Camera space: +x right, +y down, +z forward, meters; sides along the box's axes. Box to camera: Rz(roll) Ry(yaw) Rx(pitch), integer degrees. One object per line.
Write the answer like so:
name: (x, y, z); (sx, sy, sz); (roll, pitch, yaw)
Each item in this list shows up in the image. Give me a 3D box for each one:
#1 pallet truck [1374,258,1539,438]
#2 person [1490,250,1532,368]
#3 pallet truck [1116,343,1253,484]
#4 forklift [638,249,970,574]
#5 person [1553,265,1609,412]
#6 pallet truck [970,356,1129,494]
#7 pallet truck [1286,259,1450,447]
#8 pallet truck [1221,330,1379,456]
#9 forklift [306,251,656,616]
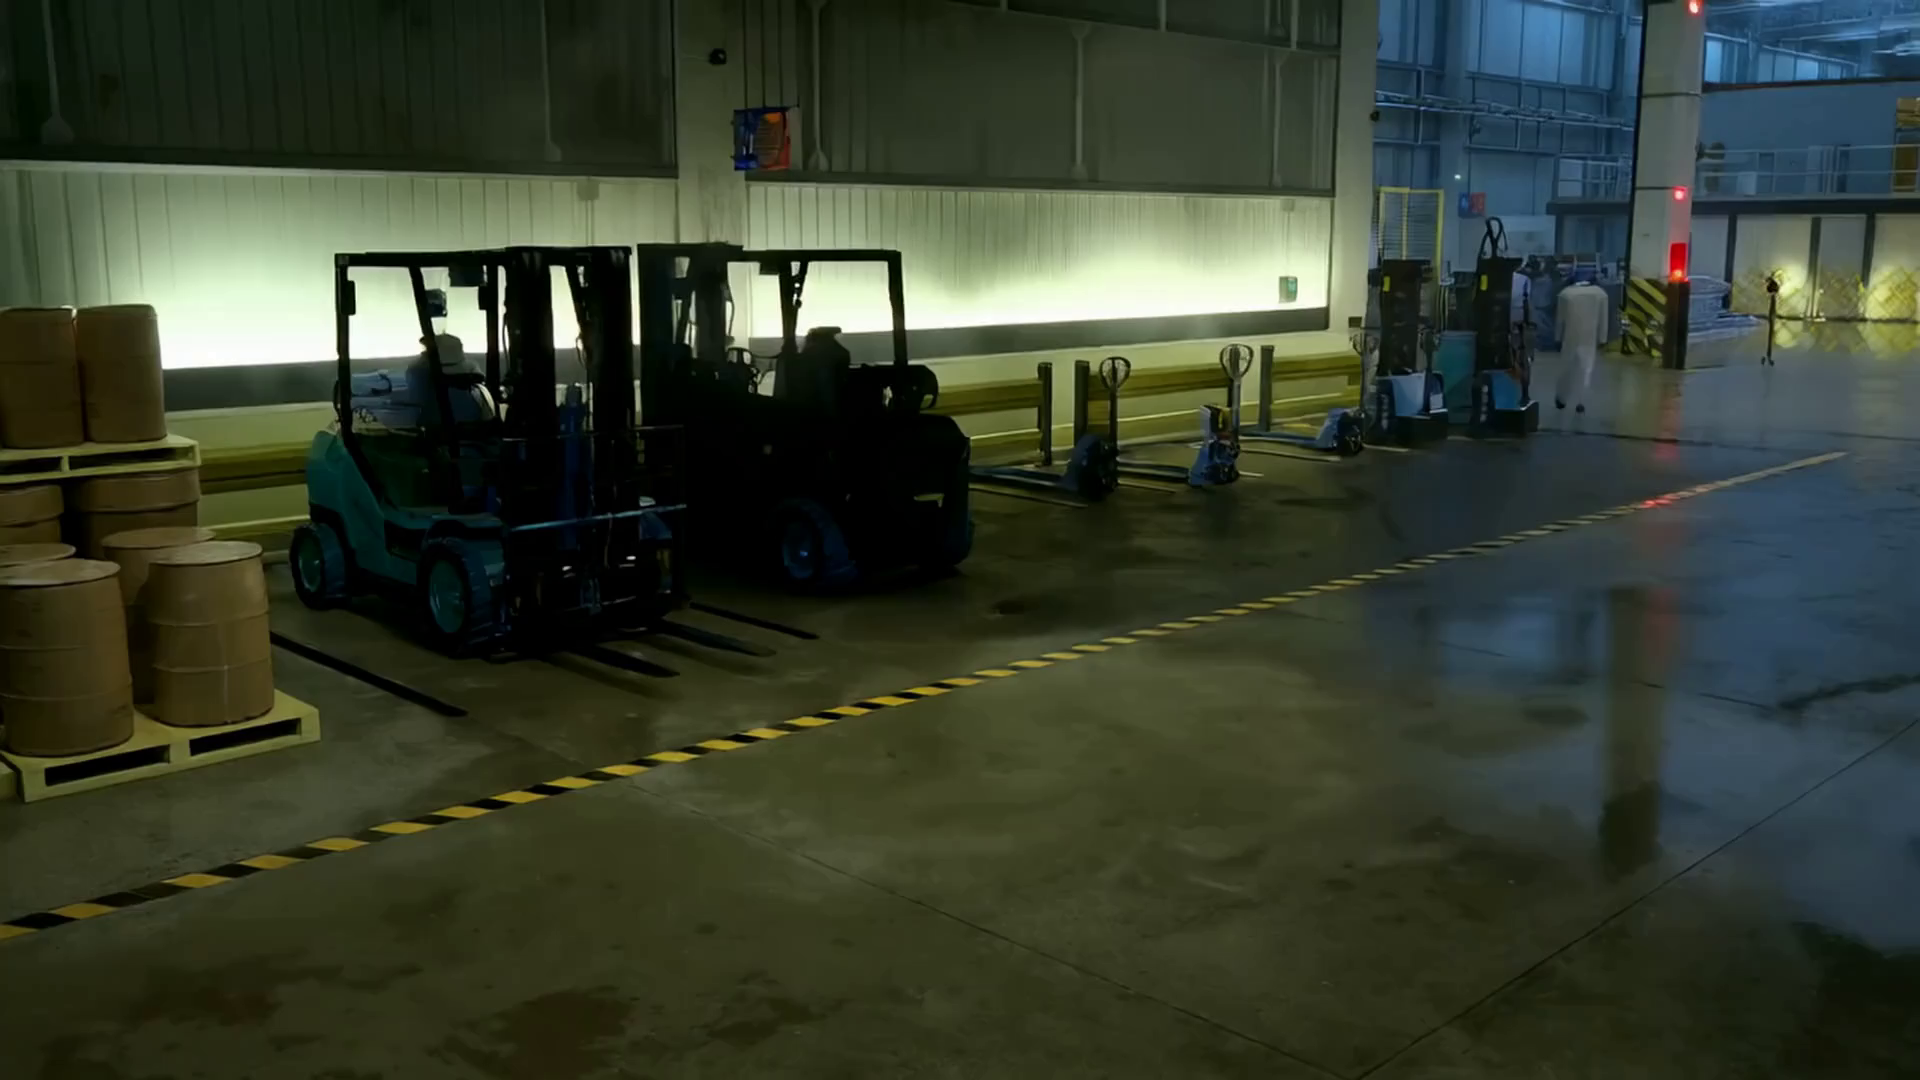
pallet truck: (5.704, -2.208, 18.901); (1.885, 1.965, 0.823); (10, 14, 43)
person: (7.898, -3.152, 23.972); (0.601, 2.036, 0.417); (-2, 11, -12)
pallet truck: (1.962, -1.215, 15.415); (1.522, 1.261, 0.704); (10, 14, 43)
forklift: (-1.173, -0.958, 11.239); (2.680, 1.987, 1.157); (10, 14, 43)
person: (7.987, -2.610, 21.470); (0.661, 1.852, 0.991); (2, 11, 13)
pallet truck: (0.784, -1.085, 14.876); (0.680, 1.201, 1.601); (-10, 14, -44)
pallet truck: (4.493, -2.078, 18.196); (0.823, 1.965, 1.885); (-9, 14, -40)
pallet truck: (3.563, -1.581, 17.381); (0.653, 1.274, 1.630); (-10, 14, -44)
forklift: (-2.833, -0.669, 9.694); (1.157, 1.987, 2.680); (-10, 14, -44)
